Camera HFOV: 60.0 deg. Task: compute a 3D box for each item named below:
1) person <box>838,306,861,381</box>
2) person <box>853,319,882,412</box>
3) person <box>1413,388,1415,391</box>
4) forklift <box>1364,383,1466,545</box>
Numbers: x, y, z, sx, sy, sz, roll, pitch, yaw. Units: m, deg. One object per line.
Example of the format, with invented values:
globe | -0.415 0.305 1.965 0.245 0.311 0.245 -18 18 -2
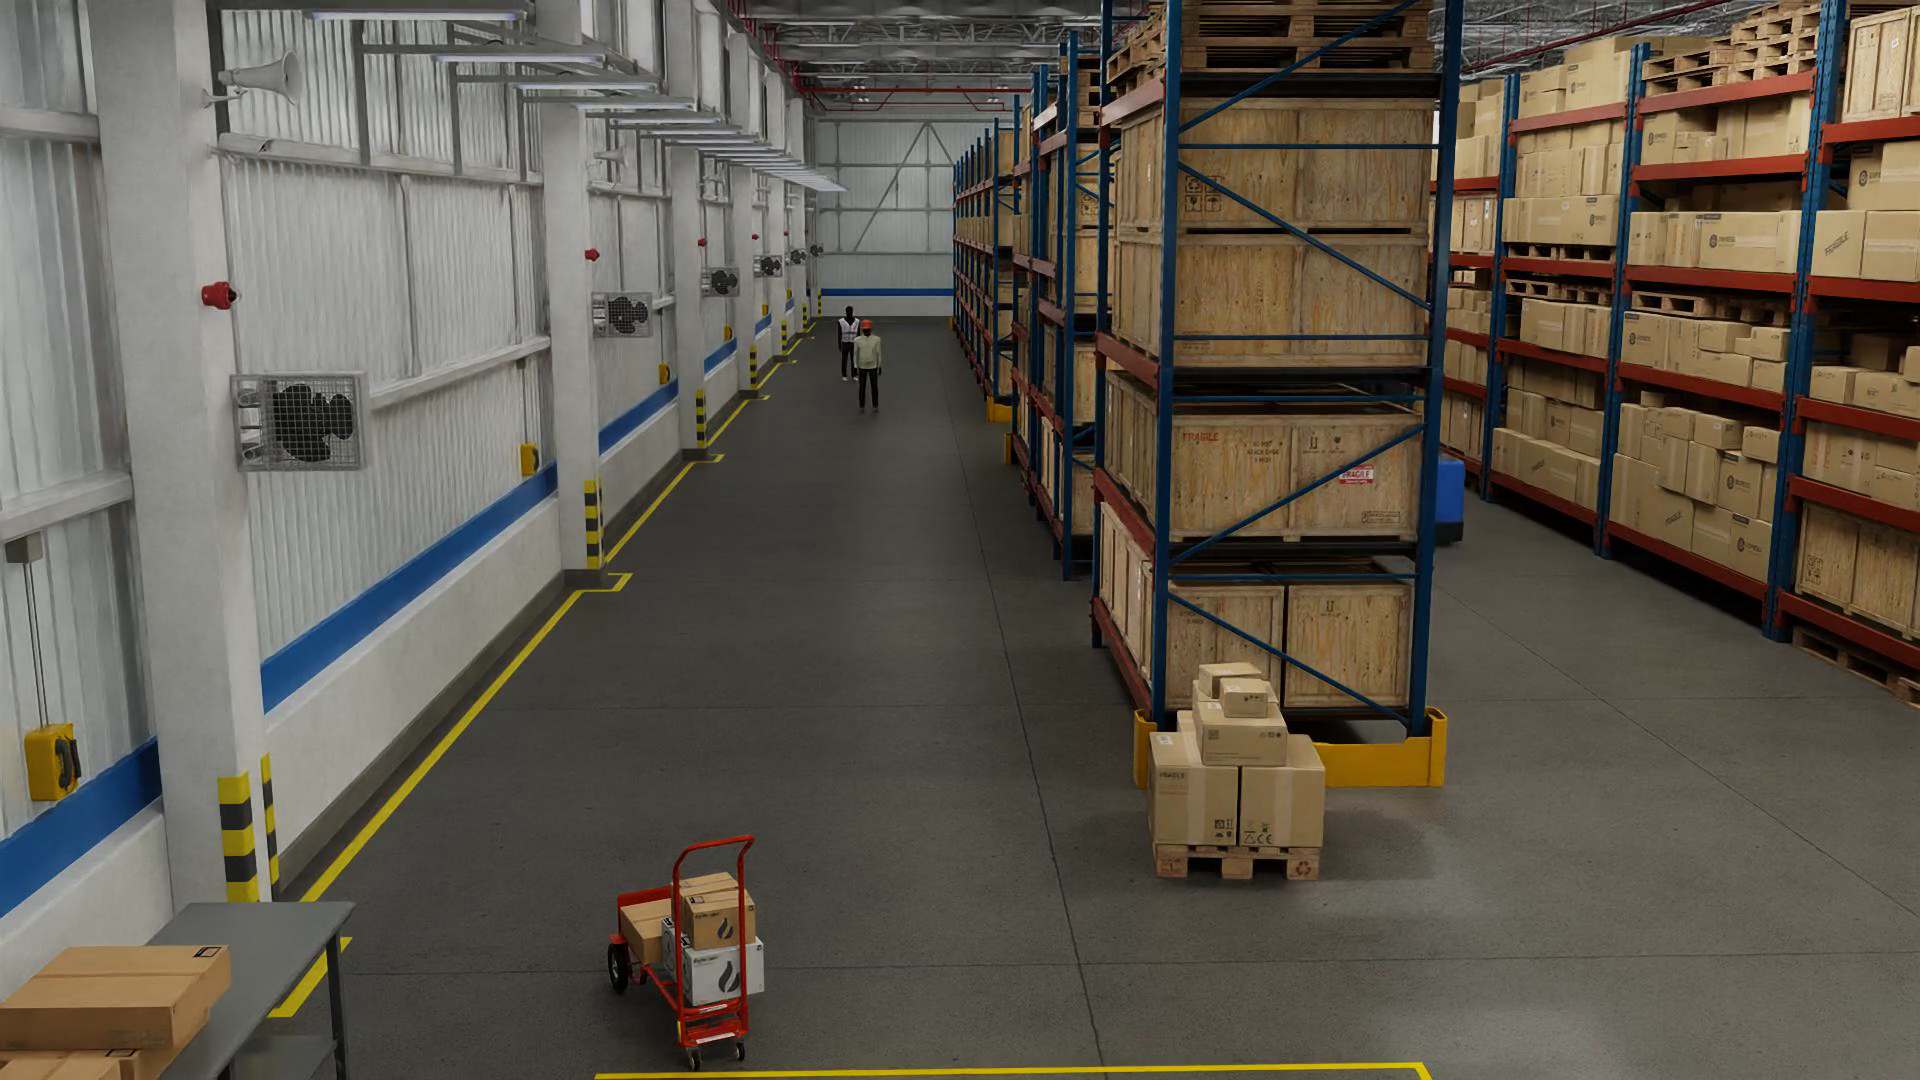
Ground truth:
person | -2.828 -5.017 42.483 0.589 1.912 0.397 -4 11 -19
person | -1.969 -3.706 35.470 0.617 1.989 0.402 0 11 -1
person | 11.139 -4.498 39.943 0.571 1.846 0.382 -7 13 -31
forklift | 5.394 -1.396 21.111 1.873 2.768 1.129 0 11 -1
